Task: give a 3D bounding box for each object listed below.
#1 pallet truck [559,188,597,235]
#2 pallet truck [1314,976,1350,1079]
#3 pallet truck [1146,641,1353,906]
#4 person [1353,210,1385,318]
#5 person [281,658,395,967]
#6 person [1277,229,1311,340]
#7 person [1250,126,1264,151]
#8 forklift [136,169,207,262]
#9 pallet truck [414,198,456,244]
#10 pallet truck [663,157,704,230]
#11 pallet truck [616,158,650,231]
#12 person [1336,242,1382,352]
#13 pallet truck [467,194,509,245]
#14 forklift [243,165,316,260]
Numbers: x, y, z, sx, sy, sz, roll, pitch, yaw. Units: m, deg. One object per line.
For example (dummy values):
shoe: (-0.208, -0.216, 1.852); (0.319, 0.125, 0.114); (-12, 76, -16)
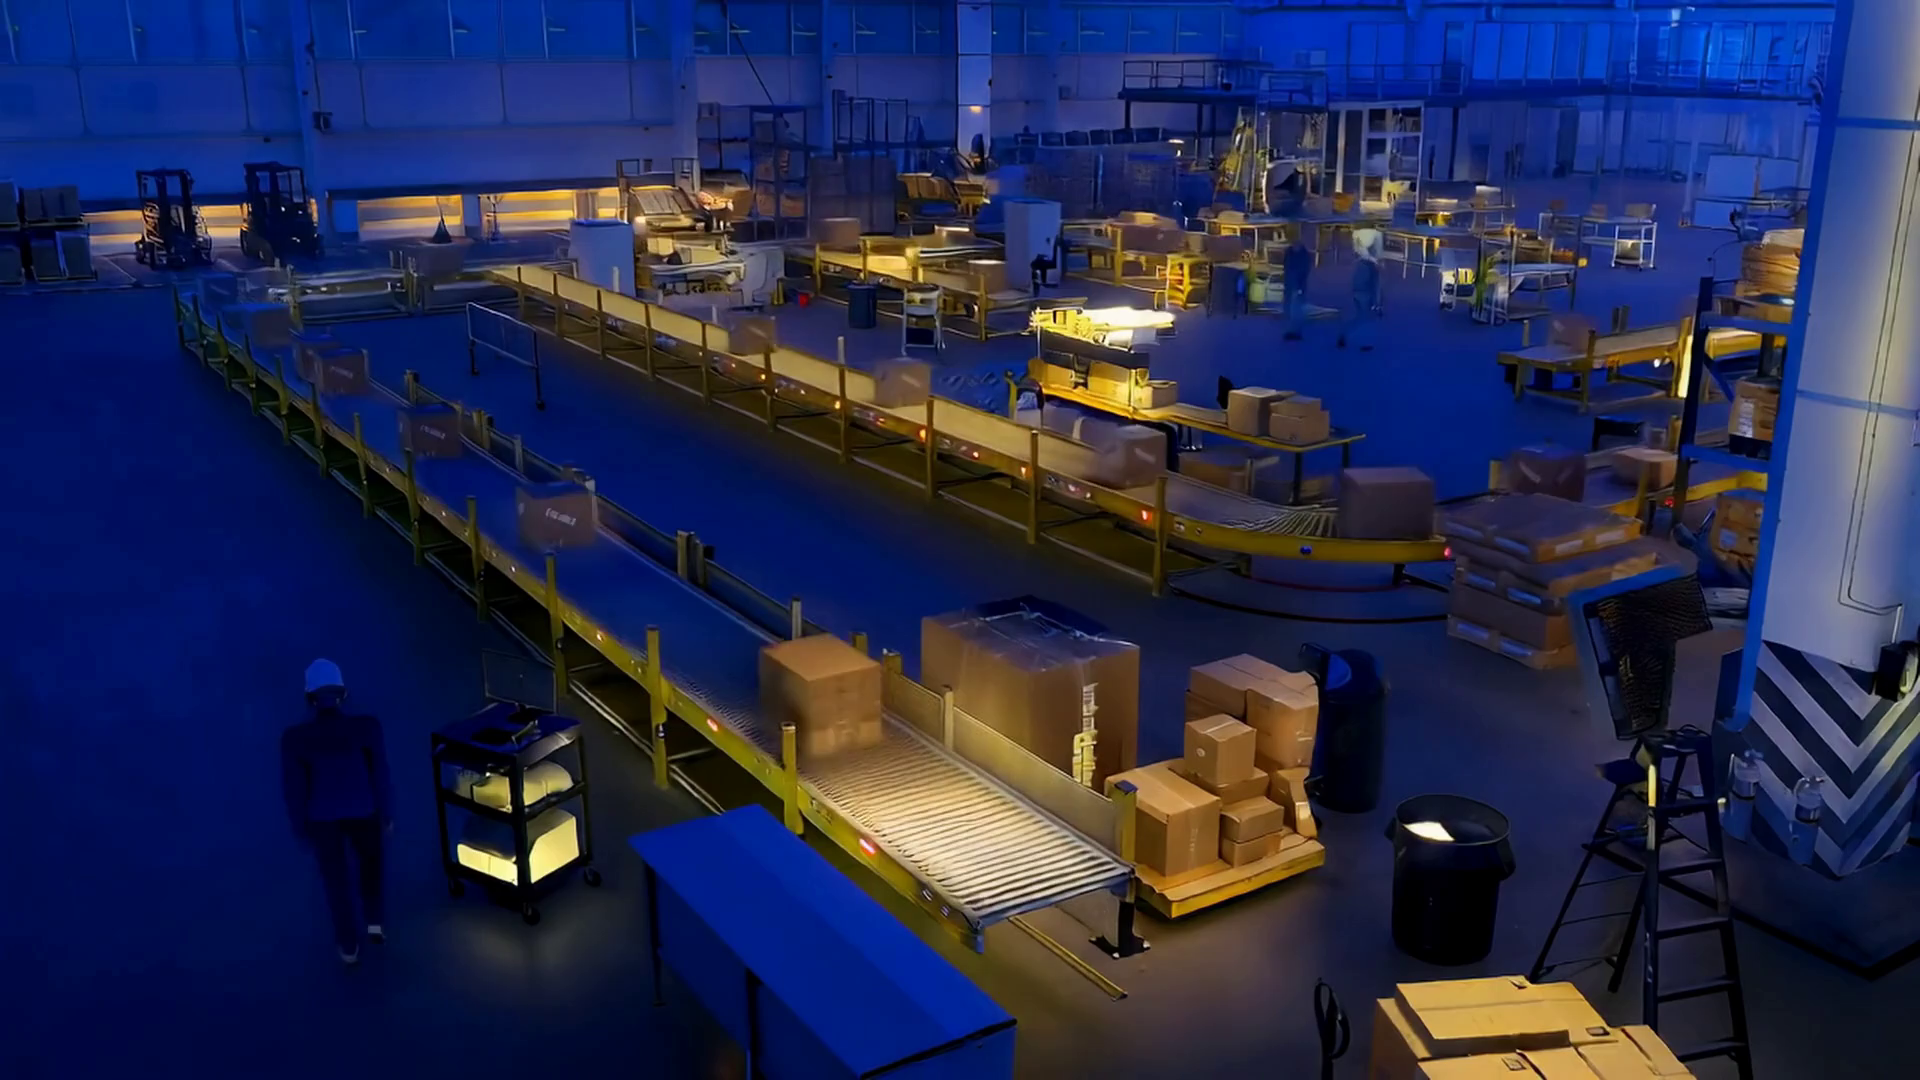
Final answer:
pallet truck: (-10.010, -8.652, 43.699); (0.653, 1.274, 1.630); (-10, 20, -31)
pallet truck: (2.299, 2.390, 7.086); (1.601, 1.201, 0.680); (-2, 17, -7)
pallet truck: (1.664, 1.407, 10.232); (1.630, 1.274, 0.653); (-10, 20, -31)
person: (7.473, -5.006, 30.389); (0.611, 1.985, 1.009); (10, 19, 30)
person: (-3.416, 1.492, 9.171); (0.552, 1.748, 0.467); (-7, 18, -22)
person: (5.709, -4.369, 28.458); (0.452, 1.889, 0.650); (-7, 18, -23)
person: (11.365, -14.929, 63.667); (0.505, 1.841, 0.348); (7, 18, 23)
forklift: (-17.842, -7.318, 37.559); (1.157, 1.987, 2.680); (-10, 20, -31)
pallet truck: (-13.250, -8.060, 41.856); (0.680, 1.201, 1.601); (-10, 20, -31)
pallet truck: (-7.586, -9.308, 44.692); (0.823, 1.965, 1.885); (-11, 20, -33)
pallet truck: (-8.918, -9.176, 44.255); (0.823, 1.965, 1.885); (-9, 19, -27)
person: (6.600, -3.979, 27.295); (0.630, 1.807, 0.608); (-7, 18, -23)
pallet truck: (-11.983, -8.177, 42.137); (0.704, 1.261, 1.522); (-11, 20, -33)
forklift: (-15.898, -7.669, 38.708); (1.157, 1.987, 2.680); (-11, 20, -33)
